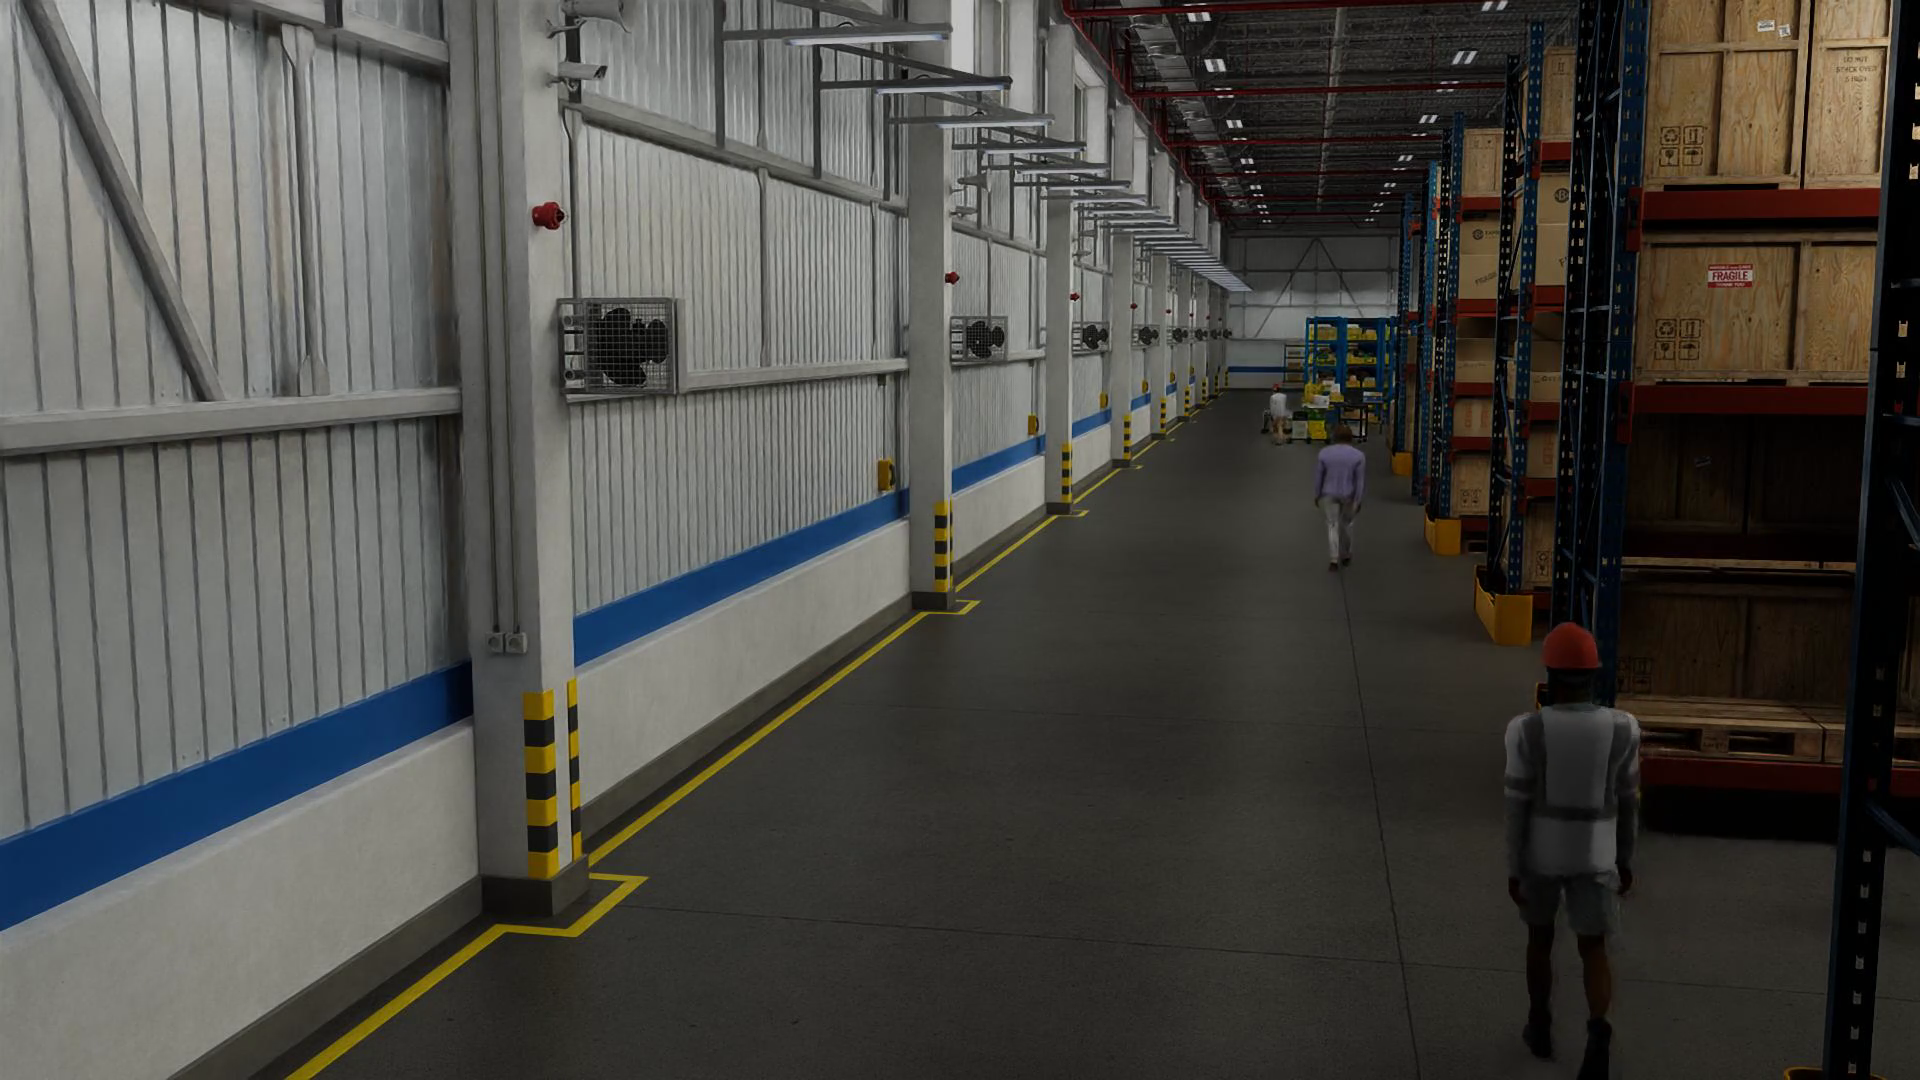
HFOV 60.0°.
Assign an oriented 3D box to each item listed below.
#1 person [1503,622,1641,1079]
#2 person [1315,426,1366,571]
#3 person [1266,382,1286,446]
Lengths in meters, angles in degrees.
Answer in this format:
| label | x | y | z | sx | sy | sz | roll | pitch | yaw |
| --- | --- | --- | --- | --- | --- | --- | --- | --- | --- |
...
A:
| label | x | y | z | sx | sy | sz | roll | pitch | yaw |
| --- | --- | --- | --- | --- | --- | --- | --- | --- | --- |
| person | 2.512 | 1.297 | 6.846 | 0.553 | 1.918 | 0.804 | 1 | 7 | 10 |
| person | 4.979 | -0.554 | 21.794 | 0.645 | 1.893 | 1.013 | 2 | 7 | 13 |
| person | 8.641 | -3.444 | 45.495 | 0.565 | 1.731 | 0.561 | -3 | 8 | -23 |
